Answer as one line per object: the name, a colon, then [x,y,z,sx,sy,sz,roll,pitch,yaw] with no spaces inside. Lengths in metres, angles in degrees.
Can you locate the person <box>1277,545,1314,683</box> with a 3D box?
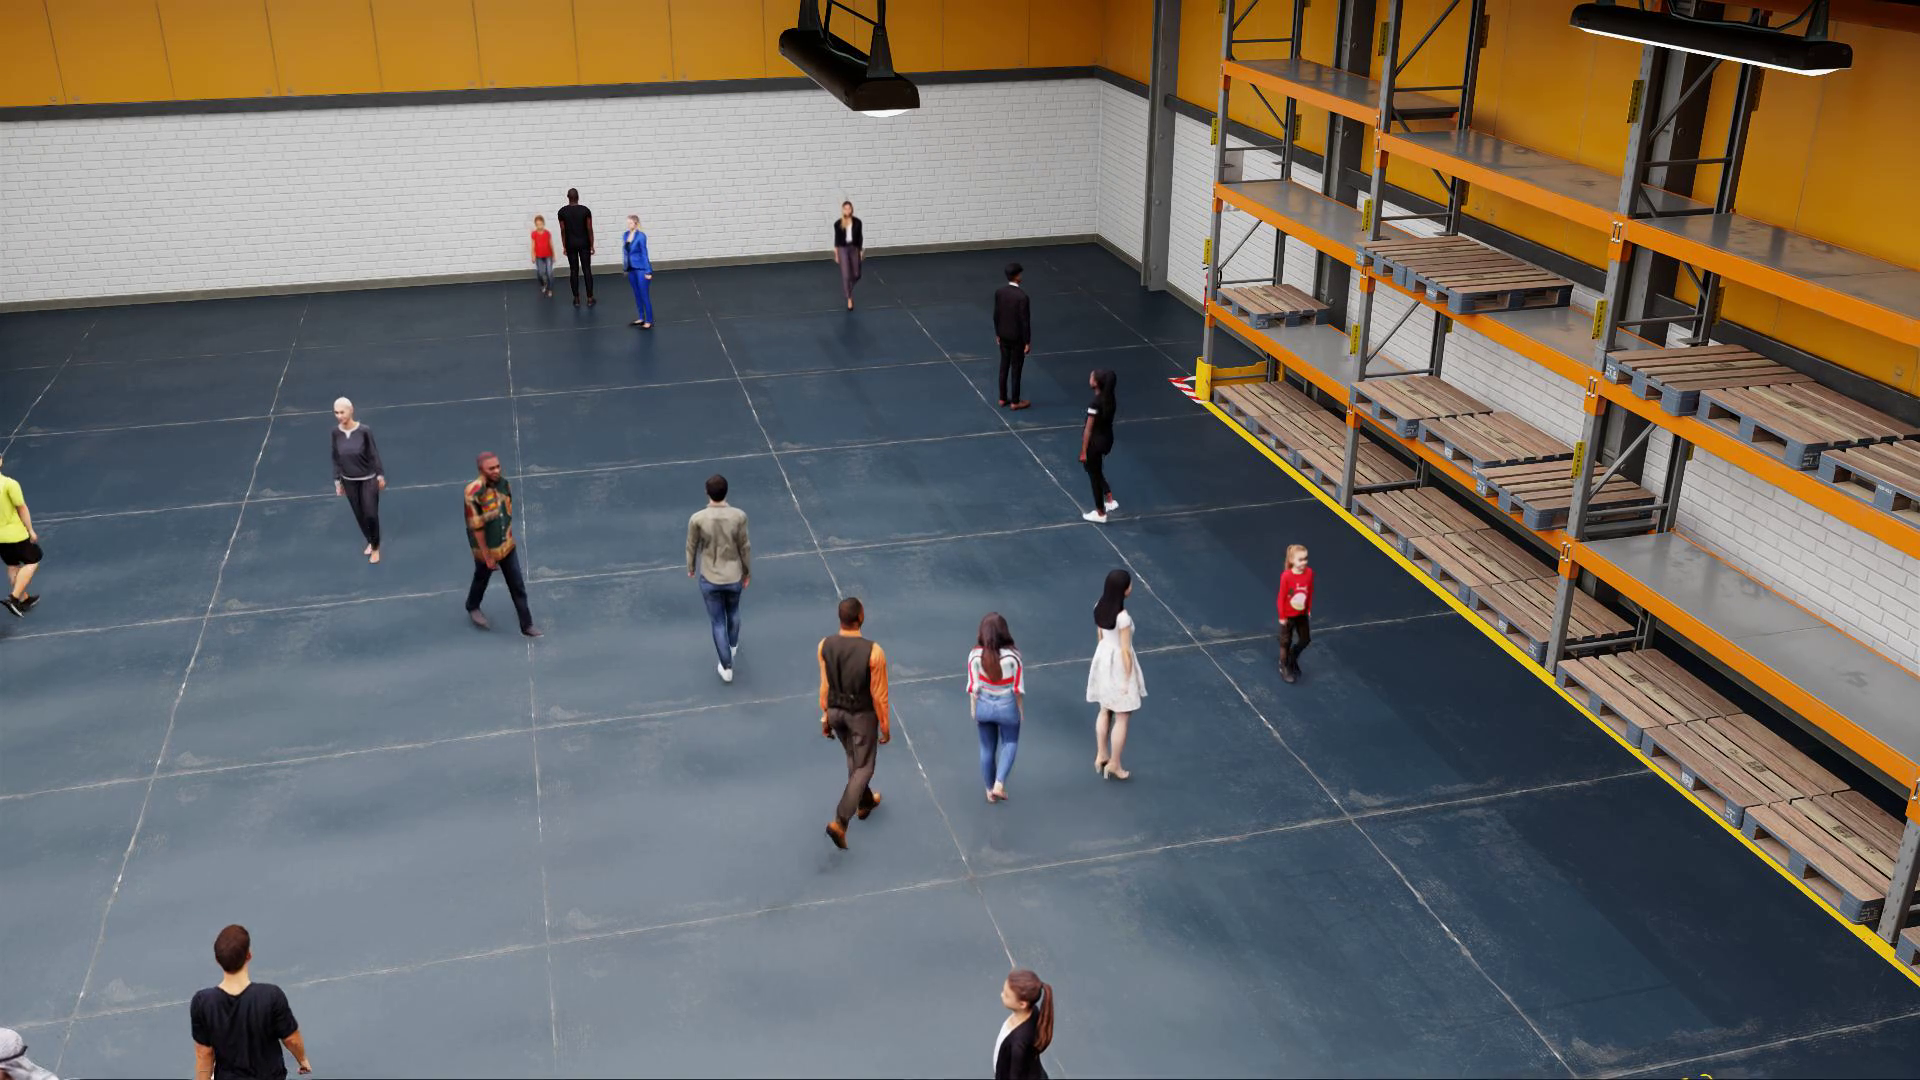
person: [2.902,0.615,14.591,0.517,1.278,0.515,-9,25,-19]

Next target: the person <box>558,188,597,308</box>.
person: [-5.894,-4.523,25.667,0.690,1.820,0.596,-3,24,-7]

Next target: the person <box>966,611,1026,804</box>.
person: [0.269,1.317,12.579,0.737,1.602,0.800,4,24,9]

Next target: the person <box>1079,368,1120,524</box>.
person: [1.547,-0.976,17.681,0.829,1.718,0.768,12,26,25]

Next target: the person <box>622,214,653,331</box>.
person: [-4.740,-3.979,24.580,0.806,1.694,0.879,20,31,38]

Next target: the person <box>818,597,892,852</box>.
person: [-0.814,1.358,12.138,1.151,1.880,1.279,11,26,23]

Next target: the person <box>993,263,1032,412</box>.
person: [0.659,-2.599,21.195,0.705,1.877,0.836,20,31,38]

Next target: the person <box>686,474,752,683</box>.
person: [-2.065,0.371,14.449,0.739,1.838,0.979,-8,25,-18]

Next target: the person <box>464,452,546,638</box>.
person: [-4.360,0.048,15.285,1.315,1.760,1.156,17,29,34]

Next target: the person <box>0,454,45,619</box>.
person: [-8.950,-0.047,15.587,0.796,1.693,0.949,2,24,3]

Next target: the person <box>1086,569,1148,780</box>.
person: [1.191,1.059,12.963,0.768,1.767,0.651,-12,26,-25]

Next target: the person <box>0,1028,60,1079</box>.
person: [-4.401,3.113,8.116,1.053,1.887,1.321,5,24,11]

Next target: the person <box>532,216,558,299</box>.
person: [-6.550,-4.482,26.226,0.518,1.297,0.561,-7,24,-15]

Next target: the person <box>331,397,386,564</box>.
person: [-6.115,-0.673,16.997,0.741,1.710,0.812,0,24,0]

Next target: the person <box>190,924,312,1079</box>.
person: [-3.709,2.912,8.663,0.743,1.816,1.060,-3,24,-8]

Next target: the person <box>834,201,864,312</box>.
person: [-1.713,-4.375,25.533,0.620,1.656,0.858,-4,24,-10]

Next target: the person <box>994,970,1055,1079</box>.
person: [0.348,2.945,8.918,0.685,1.553,0.604,6,24,14]
